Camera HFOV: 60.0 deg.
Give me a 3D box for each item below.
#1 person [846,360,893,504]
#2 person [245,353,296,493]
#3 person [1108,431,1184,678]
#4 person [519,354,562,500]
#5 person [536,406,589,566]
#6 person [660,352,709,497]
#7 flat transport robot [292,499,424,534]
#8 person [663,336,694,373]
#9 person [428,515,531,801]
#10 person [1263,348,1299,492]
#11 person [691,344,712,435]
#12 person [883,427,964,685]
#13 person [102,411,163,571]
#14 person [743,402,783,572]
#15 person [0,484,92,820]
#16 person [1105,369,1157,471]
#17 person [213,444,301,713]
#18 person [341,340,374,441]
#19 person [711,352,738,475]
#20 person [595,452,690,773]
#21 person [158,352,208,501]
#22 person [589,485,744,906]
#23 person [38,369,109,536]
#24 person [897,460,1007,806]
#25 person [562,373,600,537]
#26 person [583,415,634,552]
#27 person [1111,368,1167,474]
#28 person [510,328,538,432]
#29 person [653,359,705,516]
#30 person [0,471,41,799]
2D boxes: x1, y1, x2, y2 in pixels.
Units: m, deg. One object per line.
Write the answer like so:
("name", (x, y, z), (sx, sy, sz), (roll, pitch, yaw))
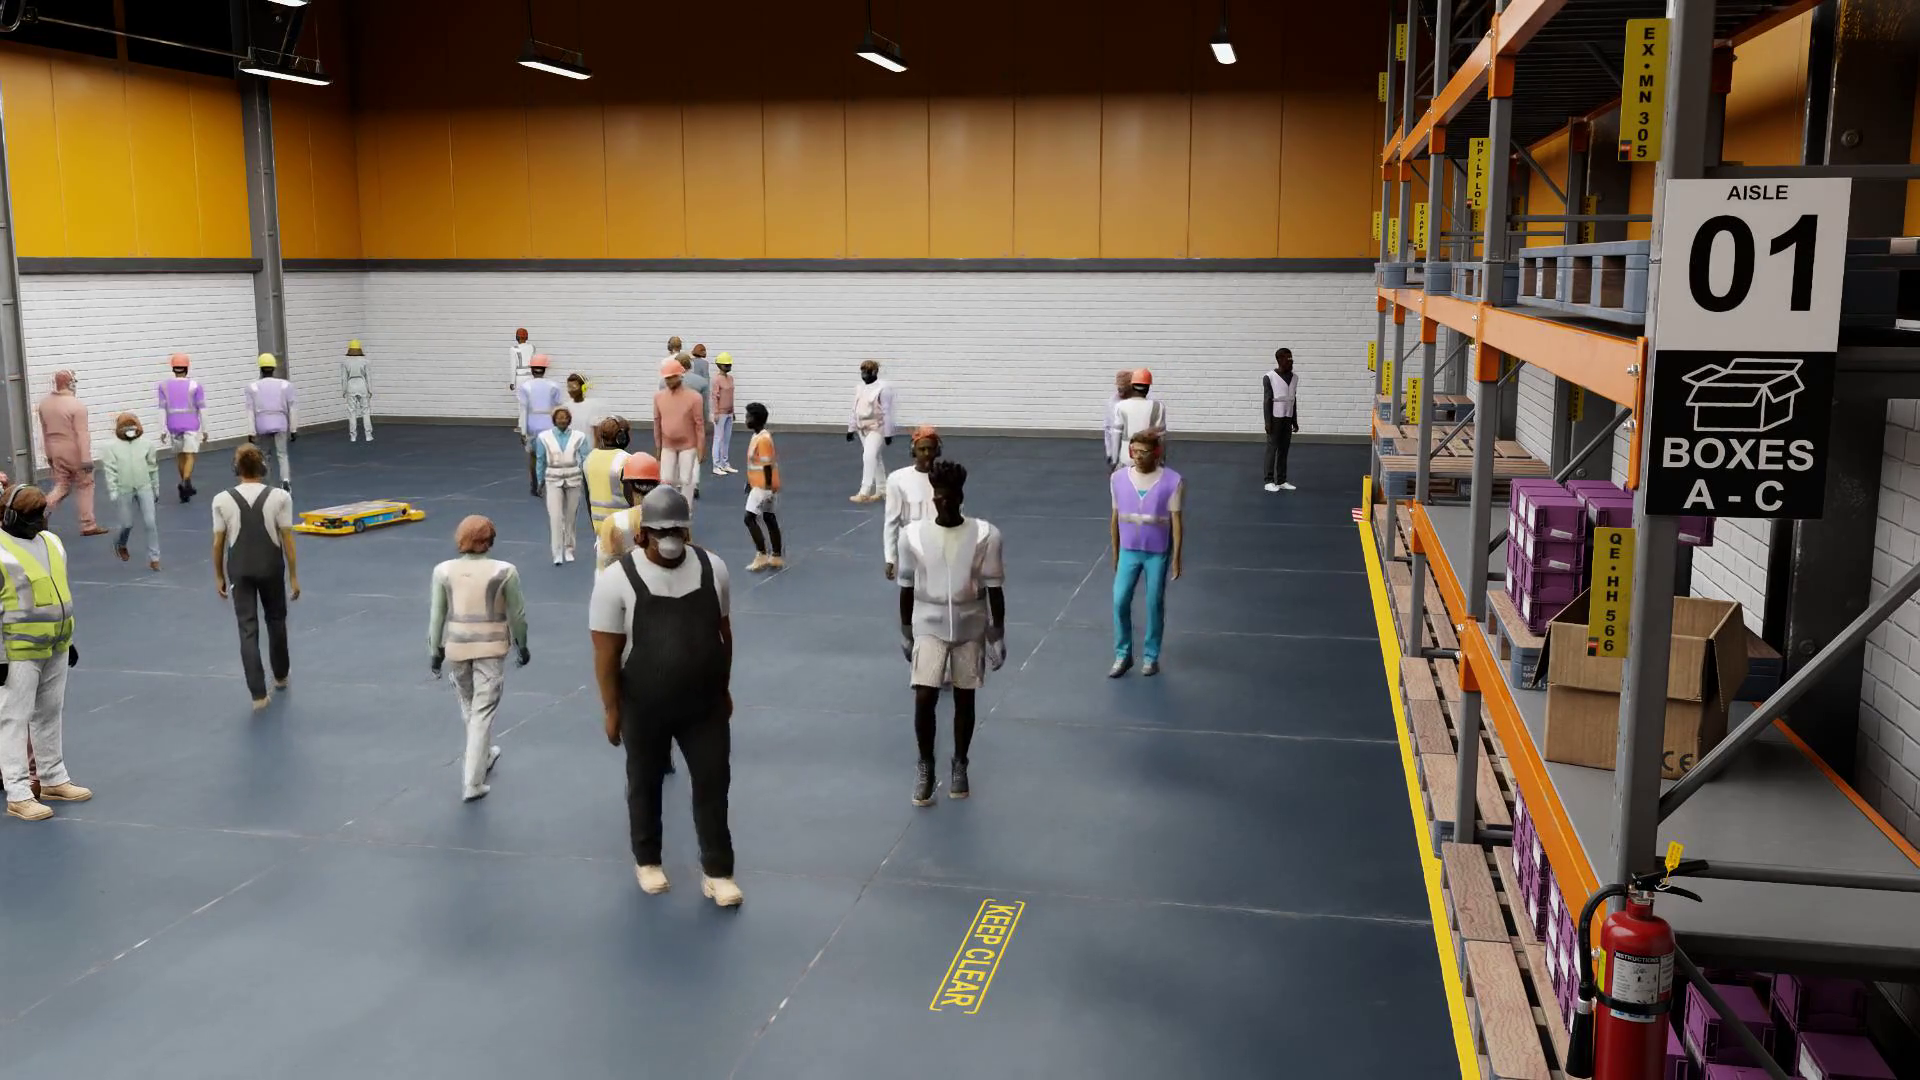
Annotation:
("person", (-1.204, -1.370, 21.133), (0.867, 1.812, 0.620), (-8, 12, -39))
("person", (-8.868, -1.458, 21.454), (0.594, 1.903, 0.828), (-5, 11, -28))
("person", (1.344, 0.117, 12.158), (0.585, 1.826, 0.617), (3, 10, 20))
("person", (-5.406, -1.458, 21.500), (0.549, 1.886, 0.996), (-4, 10, -21))
("person", (-3.968, -0.535, 16.711), (0.545, 1.602, 0.782), (-3, 10, -17))
("person", (-3.588, -1.509, 21.767), (0.643, 1.902, 0.993), (-3, 10, -16))
("flat transport robot", (-6.940, -0.276, 19.194), (0.652, 0.197, 1.431), (4, 10, 24))
("person", (-4.308, -2.146, 25.505), (0.507, 1.937, 0.652), (6, 11, 30))
("person", (-2.752, 0.648, 9.643), (0.519, 1.602, 0.816), (1, 10, 8))
("person", (4.298, -1.616, 22.317), (0.594, 1.919, 0.382), (-7, 12, -35))
("person", (-4.626, -2.665, 29.517), (0.499, 1.627, 0.270), (6, 11, 34))
("person", (-0.248, 0.128, 11.989), (0.600, 1.850, 0.872), (-1, 9, -5))
("person", (-8.235, -0.497, 16.526), (0.507, 1.600, 0.584), (-8, 12, -39))
("person", (-1.985, -0.518, 16.425), (0.520, 1.676, 0.525), (-1, 9, -6))
("person", (-5.124, 0.604, 9.195), (0.429, 1.839, 0.623), (2, 10, 10))
("person", (1.979, -1.012, 18.859), (0.813, 1.869, 0.681), (-9, 13, -44))
("person", (-4.857, 0.232, 11.514), (0.539, 1.805, 0.906), (-3, 10, -19))
("person", (-10.358, -2.567, 28.575), (0.492, 1.742, 0.320), (-3, 10, -18))
("person", (-3.396, -1.827, 24.047), (0.321, 1.767, 0.533), (4, 10, 23))
("person", (-1.953, 0.414, 10.159), (0.556, 1.888, 0.930), (-7, 12, -36))
("person", (-10.023, -1.458, 21.435), (0.552, 1.912, 0.879), (-1, 10, -8))
("person", (-1.346, 0.725, 7.845), (0.704, 2.000, 0.843), (-5, 11, -27))
("person", (-9.893, -0.946, 18.390), (0.650, 1.884, 0.741), (4, 10, 20))
("person", (-0.042, 0.528, 9.313), (0.625, 1.946, 0.637), (0, 9, 0))
("person", (-4.247, -0.964, 18.696), (0.512, 1.823, 0.980), (2, 10, 13))
("person", (-2.700, -0.070, 13.227), (0.627, 1.847, 0.429), (7, 12, 38))
("person", (1.953, -0.910, 18.093), (0.582, 1.908, 0.815), (1, 10, 8))
("person", (-7.883, -2.885, 30.068), (0.350, 1.882, 0.583), (8, 12, 39))
("person", (-3.178, -1.067, 18.850), (0.633, 1.965, 0.462), (1, 10, 9))
("person", (-5.431, 0.535, 9.397), (0.639, 1.909, 0.409), (3, 10, 20))
